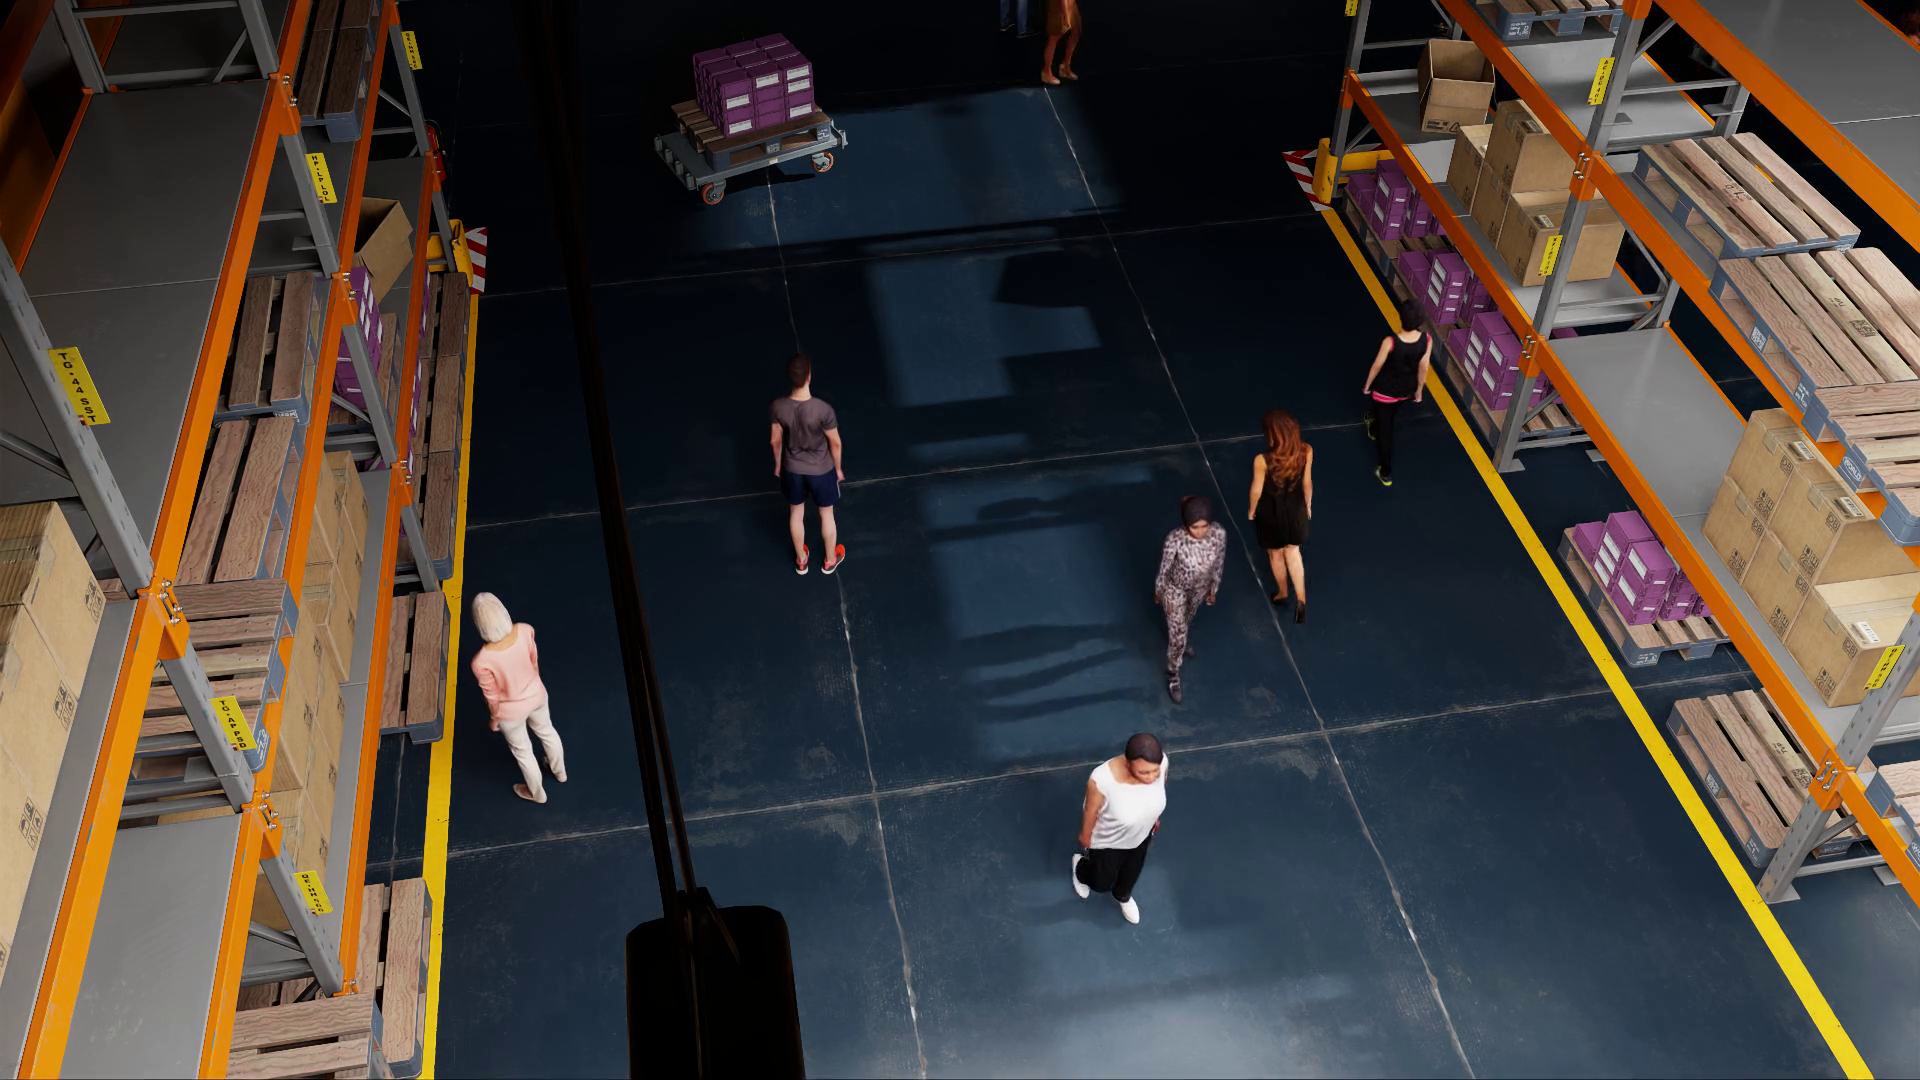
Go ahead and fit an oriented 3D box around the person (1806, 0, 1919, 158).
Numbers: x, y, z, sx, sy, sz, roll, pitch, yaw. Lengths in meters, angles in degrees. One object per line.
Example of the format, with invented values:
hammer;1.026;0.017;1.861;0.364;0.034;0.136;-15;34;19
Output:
person;8.554;-4.230;15.562;0.979;1.676;1.163;6;44;7

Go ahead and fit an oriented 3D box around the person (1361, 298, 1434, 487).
person;3.254;-1.080;12.374;0.559;1.511;0.983;-7;44;-7

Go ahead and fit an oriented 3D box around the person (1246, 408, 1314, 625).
person;2.149;-0.071;11.107;0.673;1.799;0.794;-6;44;-7

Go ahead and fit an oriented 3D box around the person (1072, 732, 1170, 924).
person;0.908;1.578;9.471;0.783;1.668;0.860;-20;47;-20

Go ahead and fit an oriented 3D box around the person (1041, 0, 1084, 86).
person;0.936;-5.366;16.756;0.778;1.673;0.693;11;45;11

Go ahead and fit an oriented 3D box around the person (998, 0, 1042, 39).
person;0.605;-6.243;17.542;0.799;1.859;0.692;-34;53;-30

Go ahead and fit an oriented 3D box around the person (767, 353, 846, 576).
person;-1.056;-0.499;11.514;0.709;1.858;0.647;4;44;5

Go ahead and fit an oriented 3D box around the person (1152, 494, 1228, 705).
person;1.465;0.272;10.836;0.582;1.676;0.837;-11;45;-11

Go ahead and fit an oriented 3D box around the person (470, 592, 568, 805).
person;-2.679;0.963;10.076;0.726;1.724;0.672;27;50;25
